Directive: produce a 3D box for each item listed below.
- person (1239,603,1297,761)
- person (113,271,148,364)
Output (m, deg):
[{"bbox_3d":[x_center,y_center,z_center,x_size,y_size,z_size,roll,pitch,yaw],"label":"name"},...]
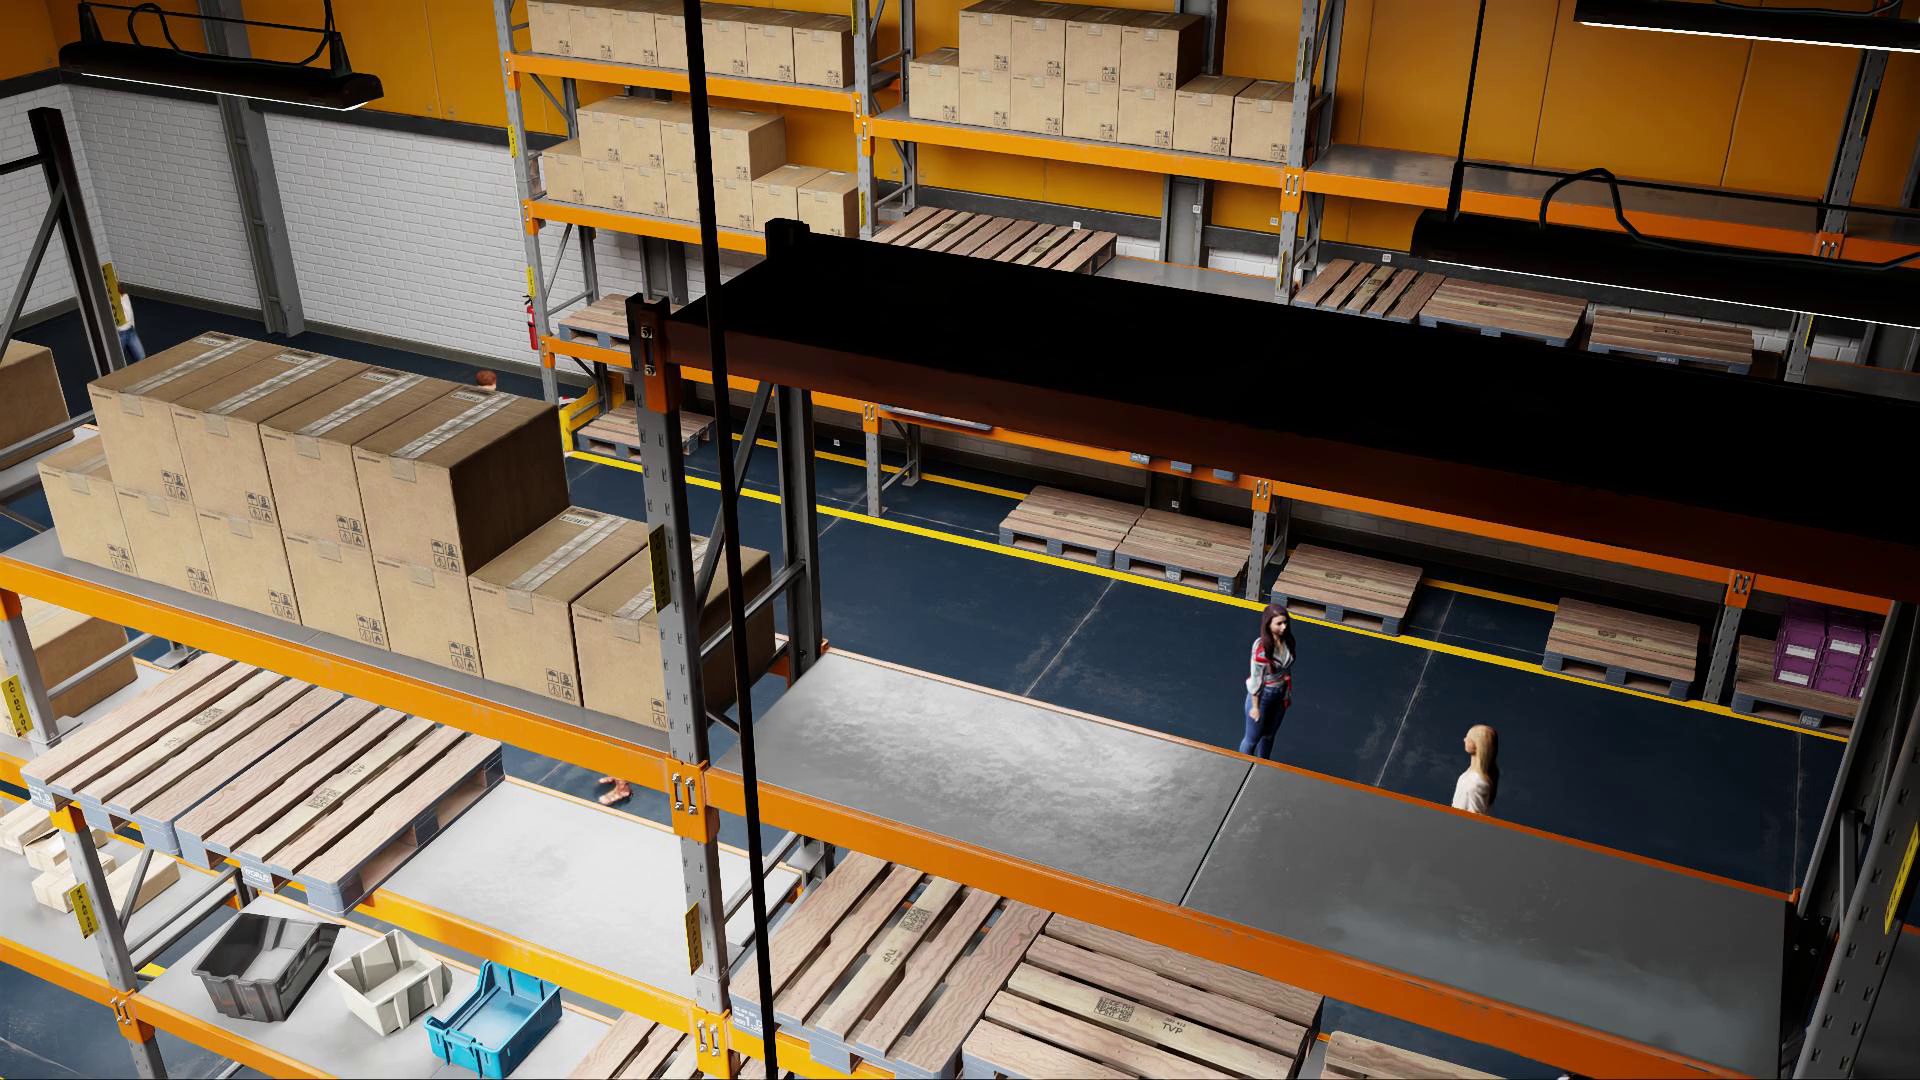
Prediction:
[{"bbox_3d":[2.351,1.199,12.734,0.660,1.611,0.666,-18,33,-29],"label":"person"},{"bbox_3d":[-9.628,-2.260,18.997,1.202,1.685,0.708,17,33,28],"label":"person"}]
